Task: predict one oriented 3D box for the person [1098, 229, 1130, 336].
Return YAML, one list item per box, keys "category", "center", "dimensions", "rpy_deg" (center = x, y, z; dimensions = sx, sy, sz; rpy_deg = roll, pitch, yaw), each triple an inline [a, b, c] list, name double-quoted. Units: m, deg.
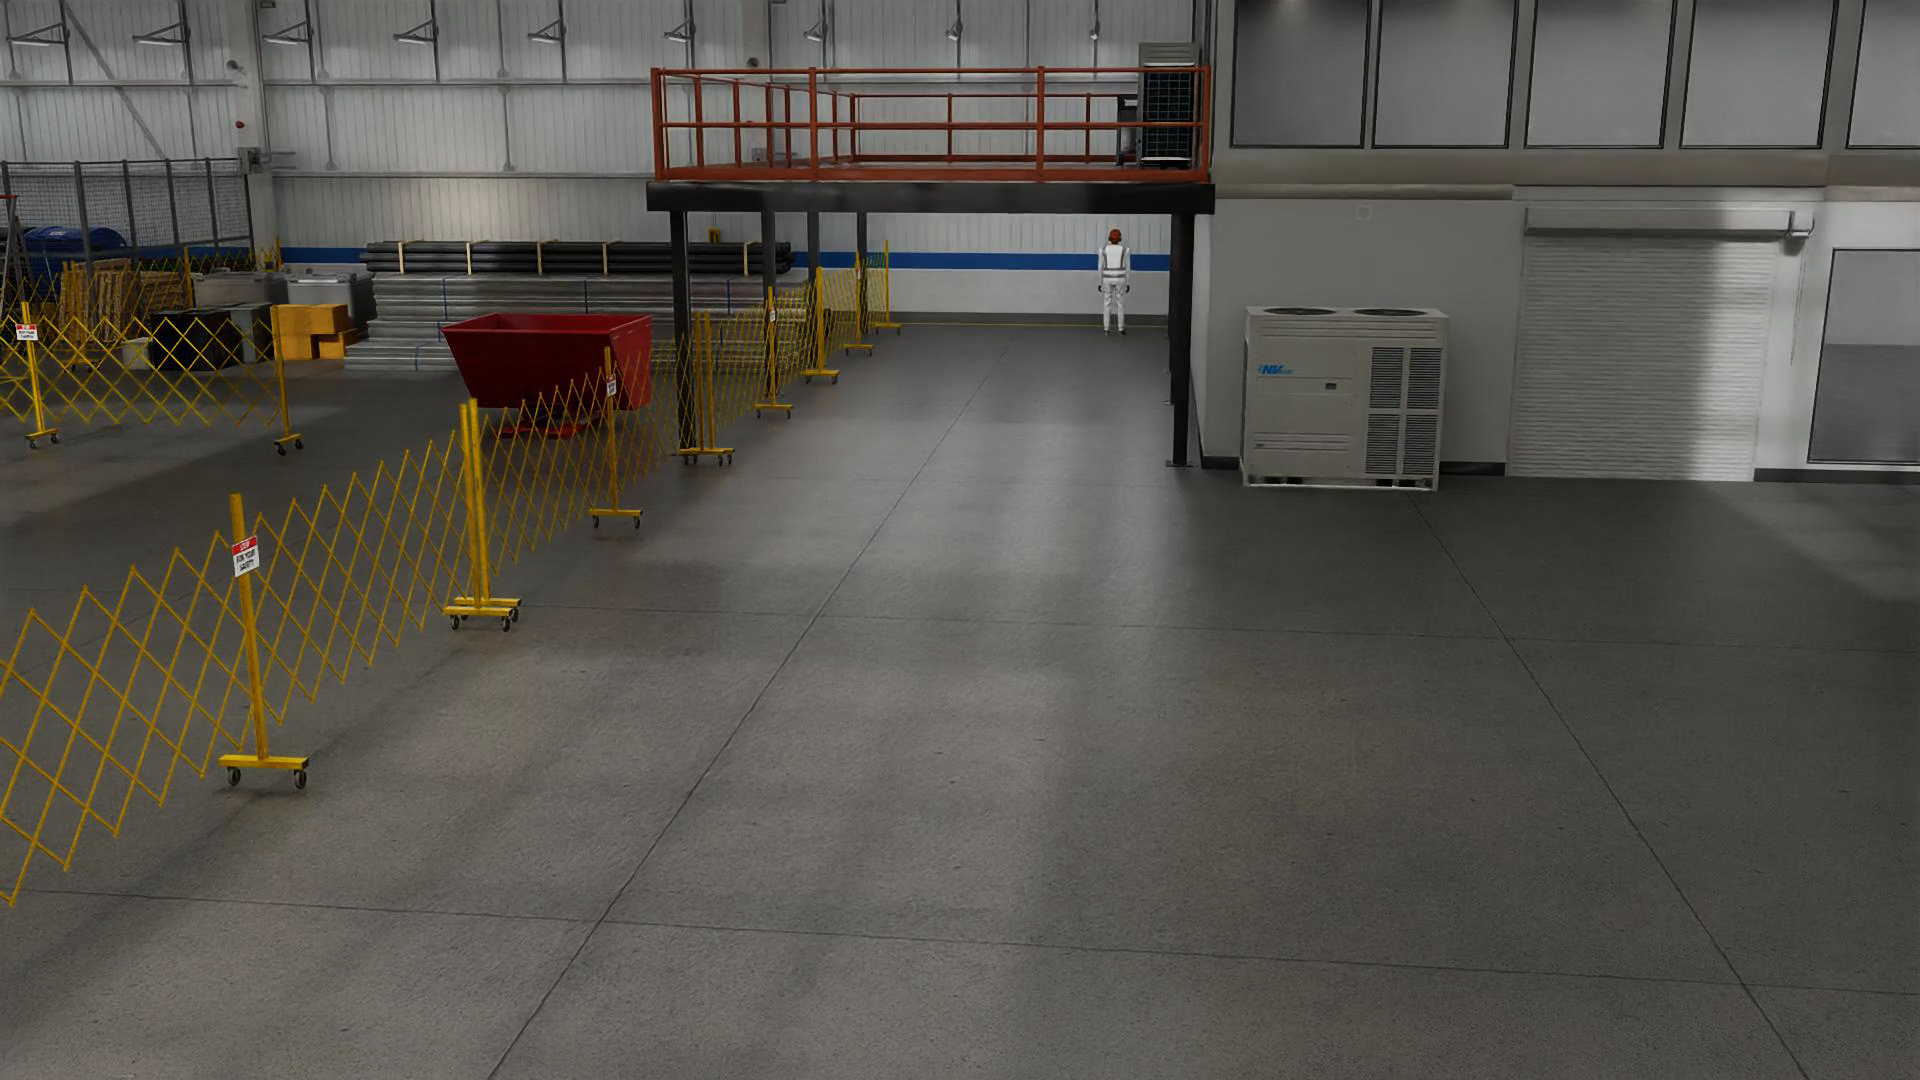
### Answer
- category: "person"
  center: [2.738, -4.574, 29.570]
  dimensions: [0.576, 1.881, 0.354]
  rpy_deg: [2, 14, 9]
